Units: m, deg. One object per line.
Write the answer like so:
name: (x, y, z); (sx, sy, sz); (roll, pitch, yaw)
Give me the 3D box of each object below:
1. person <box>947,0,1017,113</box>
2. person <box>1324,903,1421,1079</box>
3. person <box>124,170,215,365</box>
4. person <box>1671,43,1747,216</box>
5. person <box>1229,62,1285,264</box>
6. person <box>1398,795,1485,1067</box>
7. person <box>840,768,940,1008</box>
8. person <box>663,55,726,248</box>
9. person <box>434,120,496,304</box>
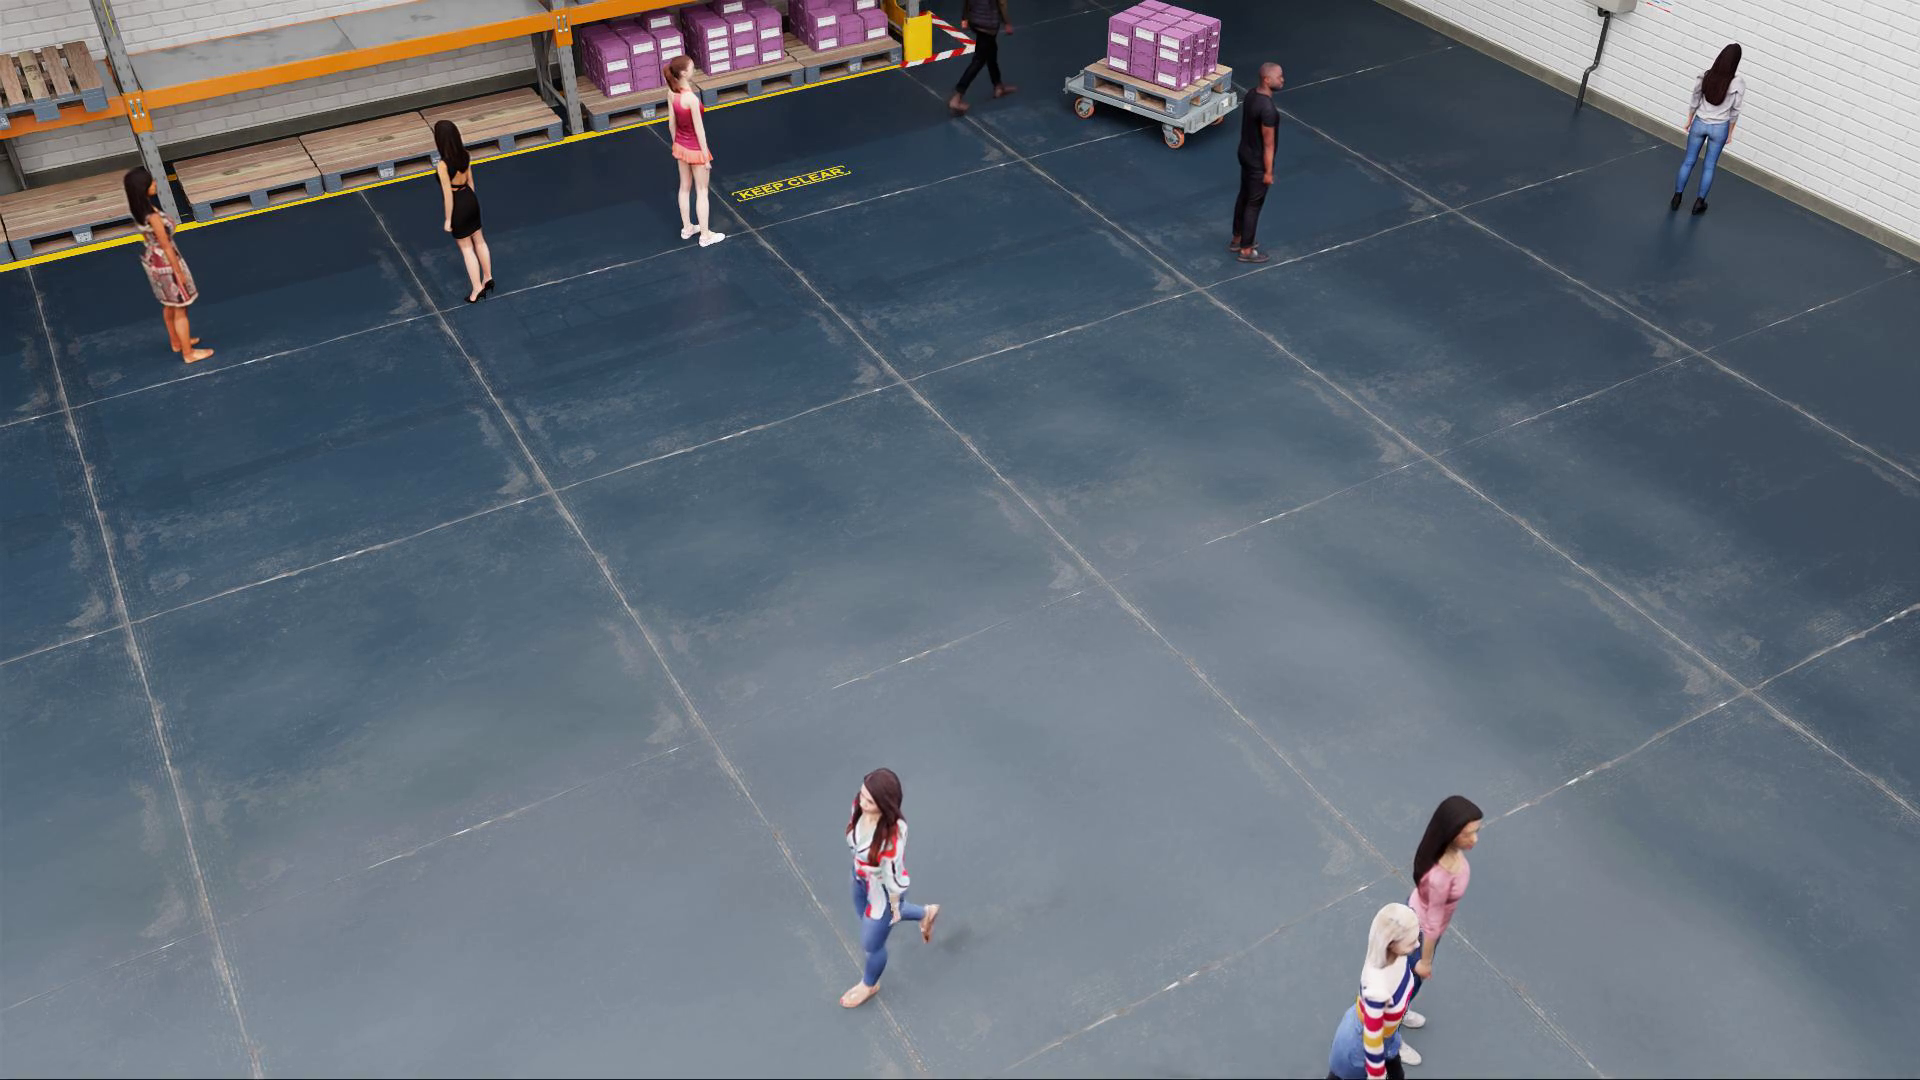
person: (0.182, -5.298, 17.204); (1.213, 1.795, 0.774); (-25, 45, -28)
person: (1.808, 2.298, 7.717); (1.090, 1.764, 1.152); (18, 42, 22)
person: (-6.459, -2.228, 13.483); (0.620, 1.642, 0.705); (-31, 48, -33)
person: (6.986, -3.832, 15.498); (0.676, 1.633, 0.665); (22, 44, 25)
person: (2.622, -3.352, 14.750); (0.698, 1.817, 0.737); (-6, 39, -8)
person: (2.304, 1.906, 8.225); (0.700, 1.742, 0.620); (14, 41, 17)
person: (-0.353, 1.743, 8.545); (0.929, 1.598, 0.644); (-24, 45, -27)
person: (-2.431, -3.523, 15.017); (0.628, 1.750, 0.613); (27, 46, 30)
person: (-4.237, -2.798, 14.191); (0.704, 1.648, 0.612); (15, 41, 18)
